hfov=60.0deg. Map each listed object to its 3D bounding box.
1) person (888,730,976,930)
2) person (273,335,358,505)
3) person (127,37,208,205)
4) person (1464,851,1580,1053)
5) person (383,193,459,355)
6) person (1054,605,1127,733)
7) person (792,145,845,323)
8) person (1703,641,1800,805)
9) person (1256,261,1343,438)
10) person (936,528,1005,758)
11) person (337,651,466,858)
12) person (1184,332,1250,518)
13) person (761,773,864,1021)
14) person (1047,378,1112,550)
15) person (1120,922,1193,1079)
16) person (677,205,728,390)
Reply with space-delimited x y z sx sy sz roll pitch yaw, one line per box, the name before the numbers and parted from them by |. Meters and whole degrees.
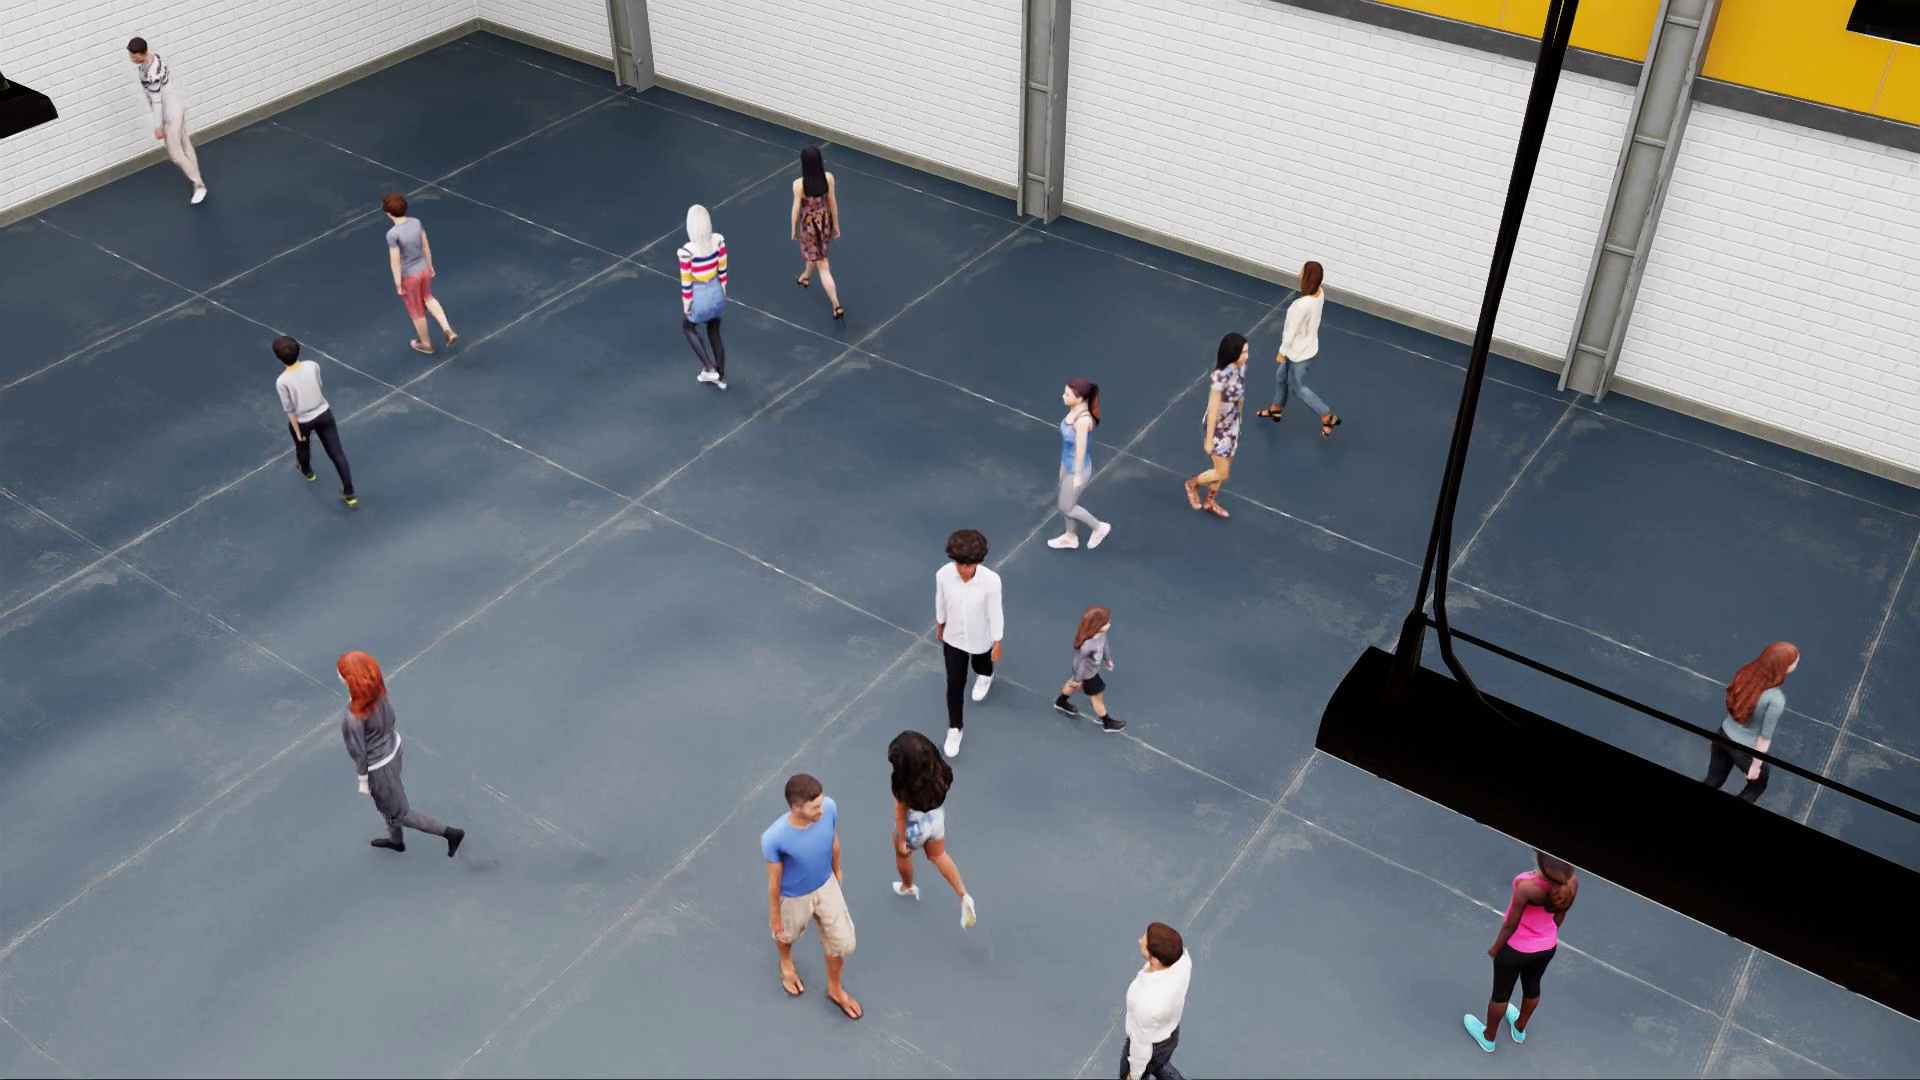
person | -0.186 1.793 10.149 0.976 1.581 0.640 31 48 33
person | -5.276 -0.956 13.649 0.700 1.509 1.099 -31 48 -33
person | -8.539 -4.628 17.997 0.992 1.821 0.902 0 39 1
person | 3.213 2.291 9.414 0.656 1.720 0.709 -9 40 -11
person | -4.986 -2.424 15.379 0.789 1.644 0.580 24 44 27
person | 0.859 0.869 11.710 0.827 1.076 0.584 15 41 18
person | -1.336 -2.882 15.898 0.938 1.712 1.257 -20 43 -24
person | 4.901 1.336 10.599 0.839 1.734 0.779 -7 39 -9
person | 3.011 -1.610 14.350 1.042 1.656 0.715 17 42 20
person | 0.084 0.584 11.512 1.142 1.769 0.986 9 39 11
person | -3.570 1.413 10.483 1.031 1.759 0.878 3 39 3
person | 2.048 -0.925 13.442 0.670 1.718 0.625 27 46 30
person | -0.949 1.962 9.727 0.903 1.844 1.031 -21 43 -24
person | 0.974 -0.570 13.091 0.865 1.602 0.794 -2 39 -3
person | 1.096 2.678 8.818 0.920 1.858 0.691 21 43 24
person | -2.230 -2.127 14.883 0.736 1.798 0.694 -29 47 -31
